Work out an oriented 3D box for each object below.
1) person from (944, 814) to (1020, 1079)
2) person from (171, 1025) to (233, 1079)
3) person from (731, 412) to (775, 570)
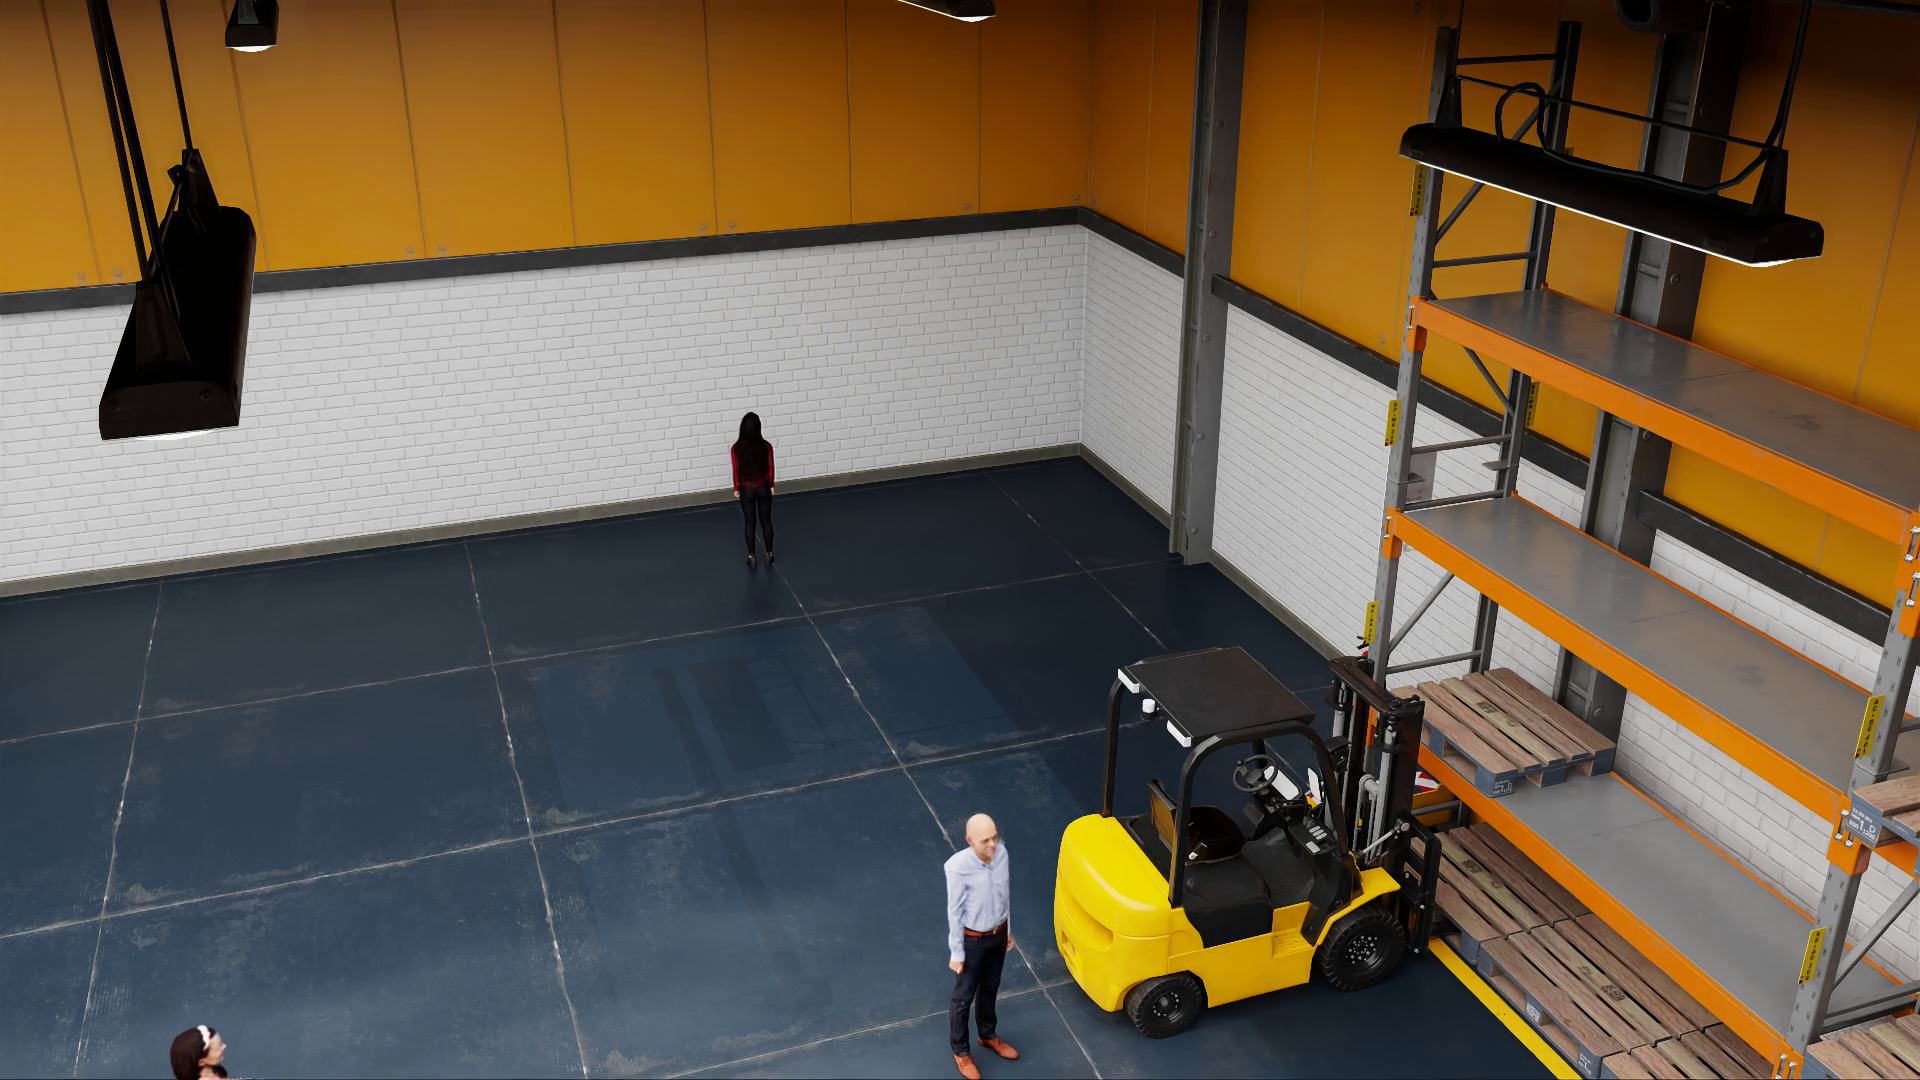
[{"bbox_3d":[0.128,2.441,10.167,0.720,1.791,0.695,-19,30,-37],"label":"person"},{"bbox_3d":[-3.700,3.203,8.390,0.873,1.817,0.788,-21,31,-40],"label":"person"},{"bbox_3d":[-2.104,-0.510,17.086,0.606,1.656,0.542,-6,24,-13],"label":"person"}]
